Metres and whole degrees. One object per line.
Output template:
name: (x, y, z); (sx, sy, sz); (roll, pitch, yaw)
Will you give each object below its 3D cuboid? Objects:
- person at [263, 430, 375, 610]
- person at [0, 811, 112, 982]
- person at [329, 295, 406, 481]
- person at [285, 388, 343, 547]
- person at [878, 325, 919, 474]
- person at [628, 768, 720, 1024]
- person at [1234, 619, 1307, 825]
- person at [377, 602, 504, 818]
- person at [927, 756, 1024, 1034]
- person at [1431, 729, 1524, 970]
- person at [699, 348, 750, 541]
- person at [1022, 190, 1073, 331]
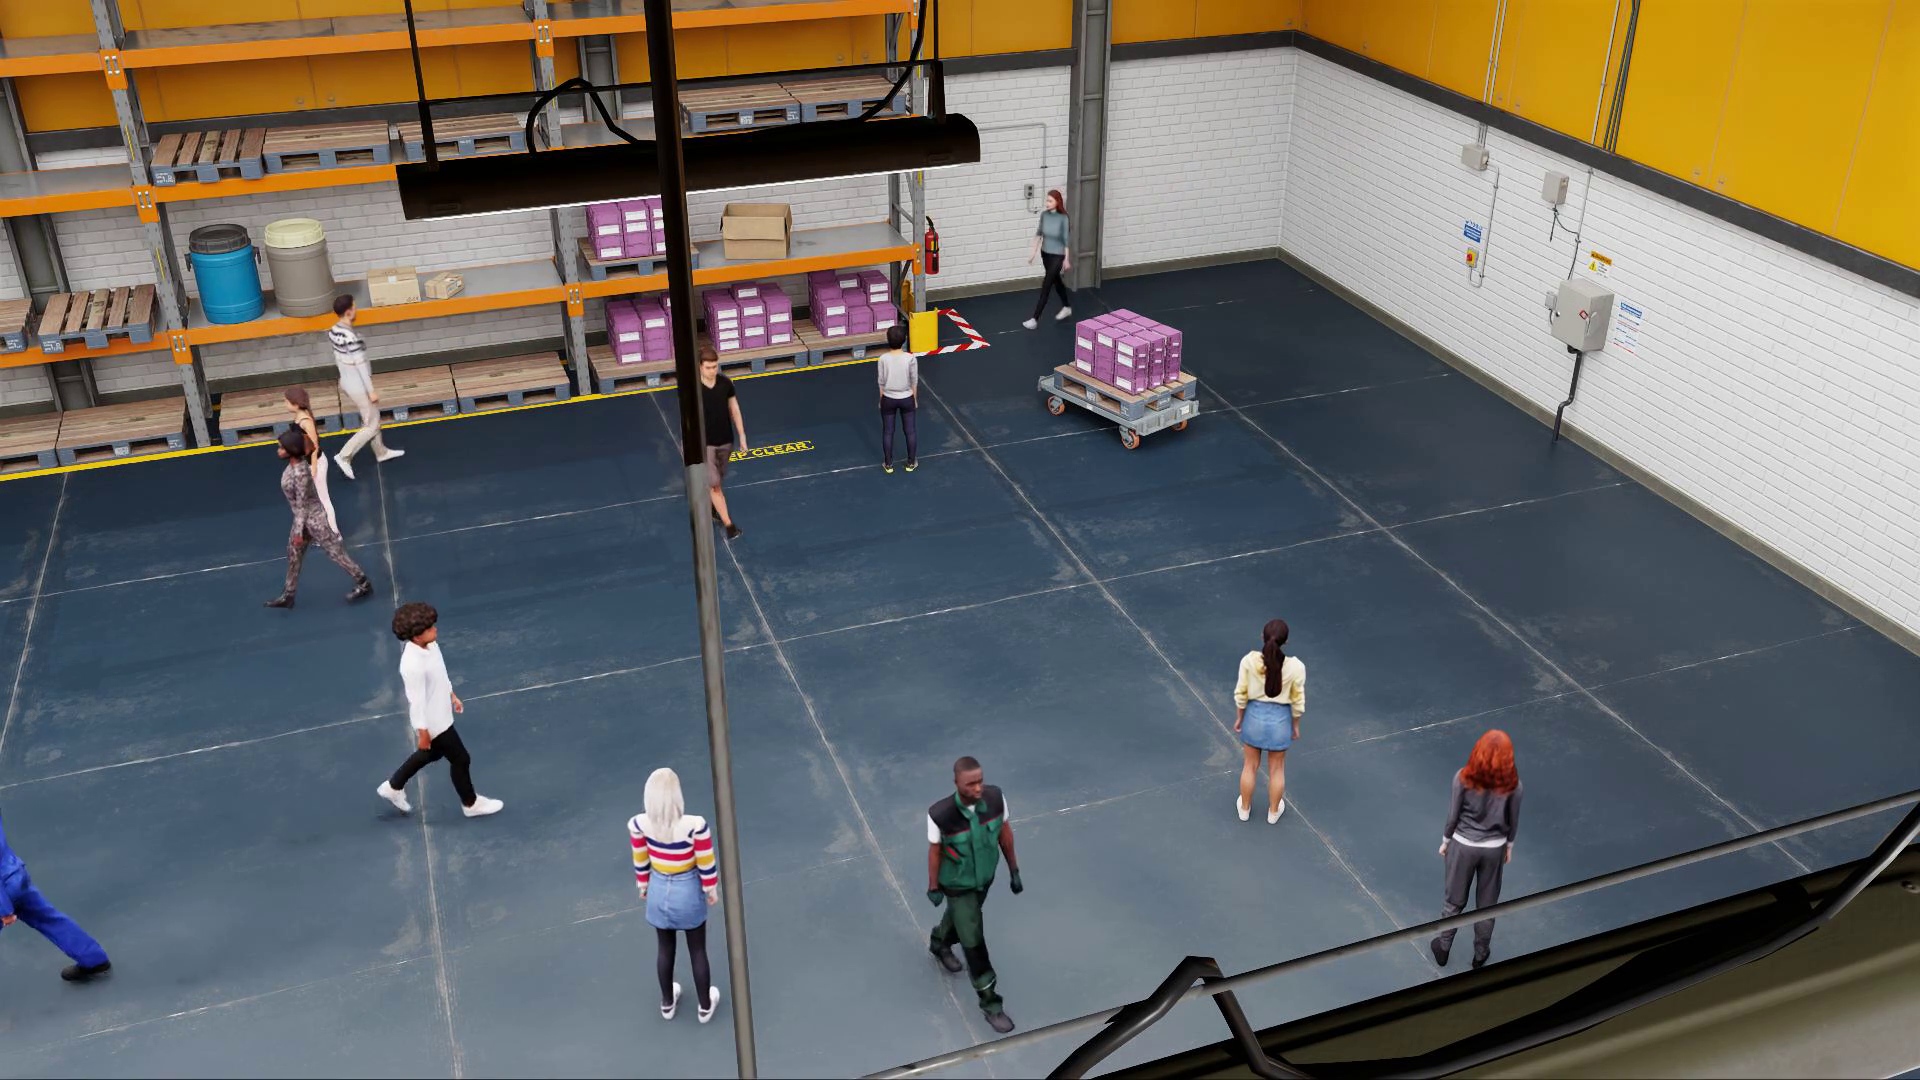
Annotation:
person: (-5.479, -0.155, 14.304); (1.166, 1.663, 0.701); (-15, 32, -25)
person: (-5.722, 2.088, 10.075); (1.191, 1.777, 0.773); (-8, 30, -15)
person: (-6.065, -1.520, 16.624); (1.099, 1.839, 0.893); (-21, 35, -33)
person: (-5.995, -0.708, 15.423); (0.559, 1.563, 0.569); (-15, 32, -26)
person: (-0.628, -1.421, 16.742); (0.504, 1.553, 0.662); (-2, 29, -3)
person: (-1.708, 2.131, 9.967); (0.624, 1.804, 0.773); (4, 29, 7)
person: (2.163, 1.276, 11.715); (0.672, 1.631, 0.787); (6, 29, 10)
person: (-3.778, 1.220, 11.656); (1.145, 1.785, 0.785); (-4, 29, -8)
person: (0.008, 2.034, 10.159); (1.197, 1.790, 0.958); (-18, 33, -30)
person: (3.221, 1.927, 10.368); (0.603, 1.779, 0.707); (6, 29, 11)
person: (-2.342, -0.954, 15.611); (1.173, 1.816, 0.939); (-17, 33, -28)
person: (1.181, -3.420, 20.266); (0.932, 1.686, 1.232); (25, 37, 38)
